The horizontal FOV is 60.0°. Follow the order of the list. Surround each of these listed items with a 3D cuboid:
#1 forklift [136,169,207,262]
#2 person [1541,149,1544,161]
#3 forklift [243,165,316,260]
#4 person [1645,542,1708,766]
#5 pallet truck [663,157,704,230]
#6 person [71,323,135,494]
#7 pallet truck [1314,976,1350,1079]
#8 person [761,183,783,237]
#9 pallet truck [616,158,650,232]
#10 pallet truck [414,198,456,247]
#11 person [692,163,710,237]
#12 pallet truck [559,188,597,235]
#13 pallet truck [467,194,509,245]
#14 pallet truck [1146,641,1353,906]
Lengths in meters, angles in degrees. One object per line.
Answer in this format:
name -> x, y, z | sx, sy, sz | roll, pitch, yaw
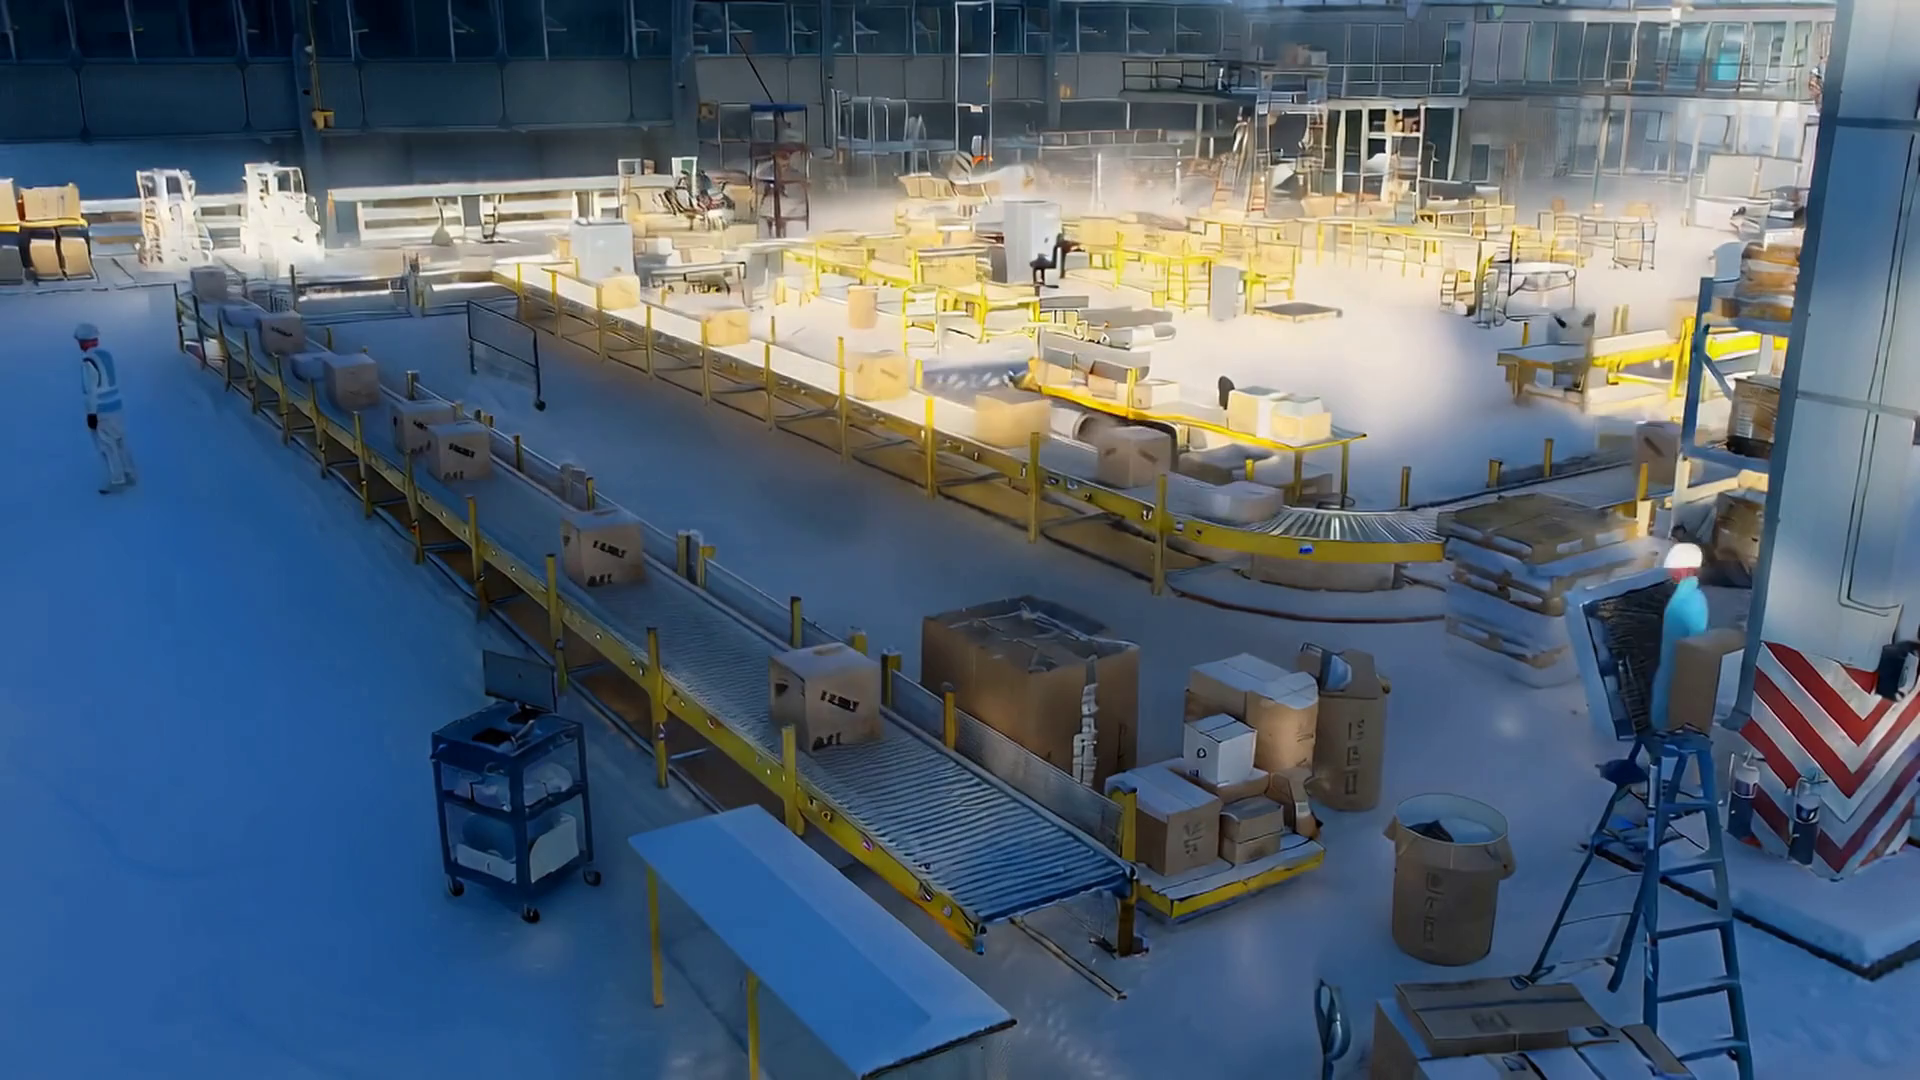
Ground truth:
forklift -> -17.842, -7.318, 37.559 | 1.157, 1.987, 2.680 | -10, 20, -31
person -> 21.837, -14.496, 62.582 | 0.496, 1.624, 0.287 | 9, 19, 27
forklift -> -15.898, -7.669, 38.708 | 1.157, 1.987, 2.680 | -11, 20, -33
person -> 4.914, 0.866, 11.288 | 0.517, 1.744, 0.533 | 3, 17, 9
pallet truck -> -7.586, -9.308, 44.692 | 0.823, 1.965, 1.885 | -11, 20, -33
person -> -9.712, -1.497, 18.824 | 0.434, 1.935, 0.628 | -2, 17, -5
pallet truck -> 2.299, 2.390, 7.086 | 1.601, 1.201, 0.680 | -2, 17, -7
person -> -4.622, -8.279, 41.192 | 0.612, 2.043, 0.374 | -7, 18, -23
pallet truck -> -8.918, -9.176, 44.255 | 0.823, 1.965, 1.885 | -9, 19, -27
pallet truck -> -13.250, -8.060, 41.856 | 0.680, 1.201, 1.601 | -10, 20, -31
person -> -6.743, -8.803, 43.166 | 0.407, 1.910, 0.638 | -14, 22, -39
pallet truck -> -10.010, -8.652, 43.699 | 0.653, 1.274, 1.630 | -10, 20, -31
pallet truck -> -11.983, -8.177, 42.137 | 0.704, 1.261, 1.522 | -11, 20, -33
pallet truck -> 1.664, 1.407, 10.232 | 1.630, 1.274, 0.653 | -10, 20, -31
